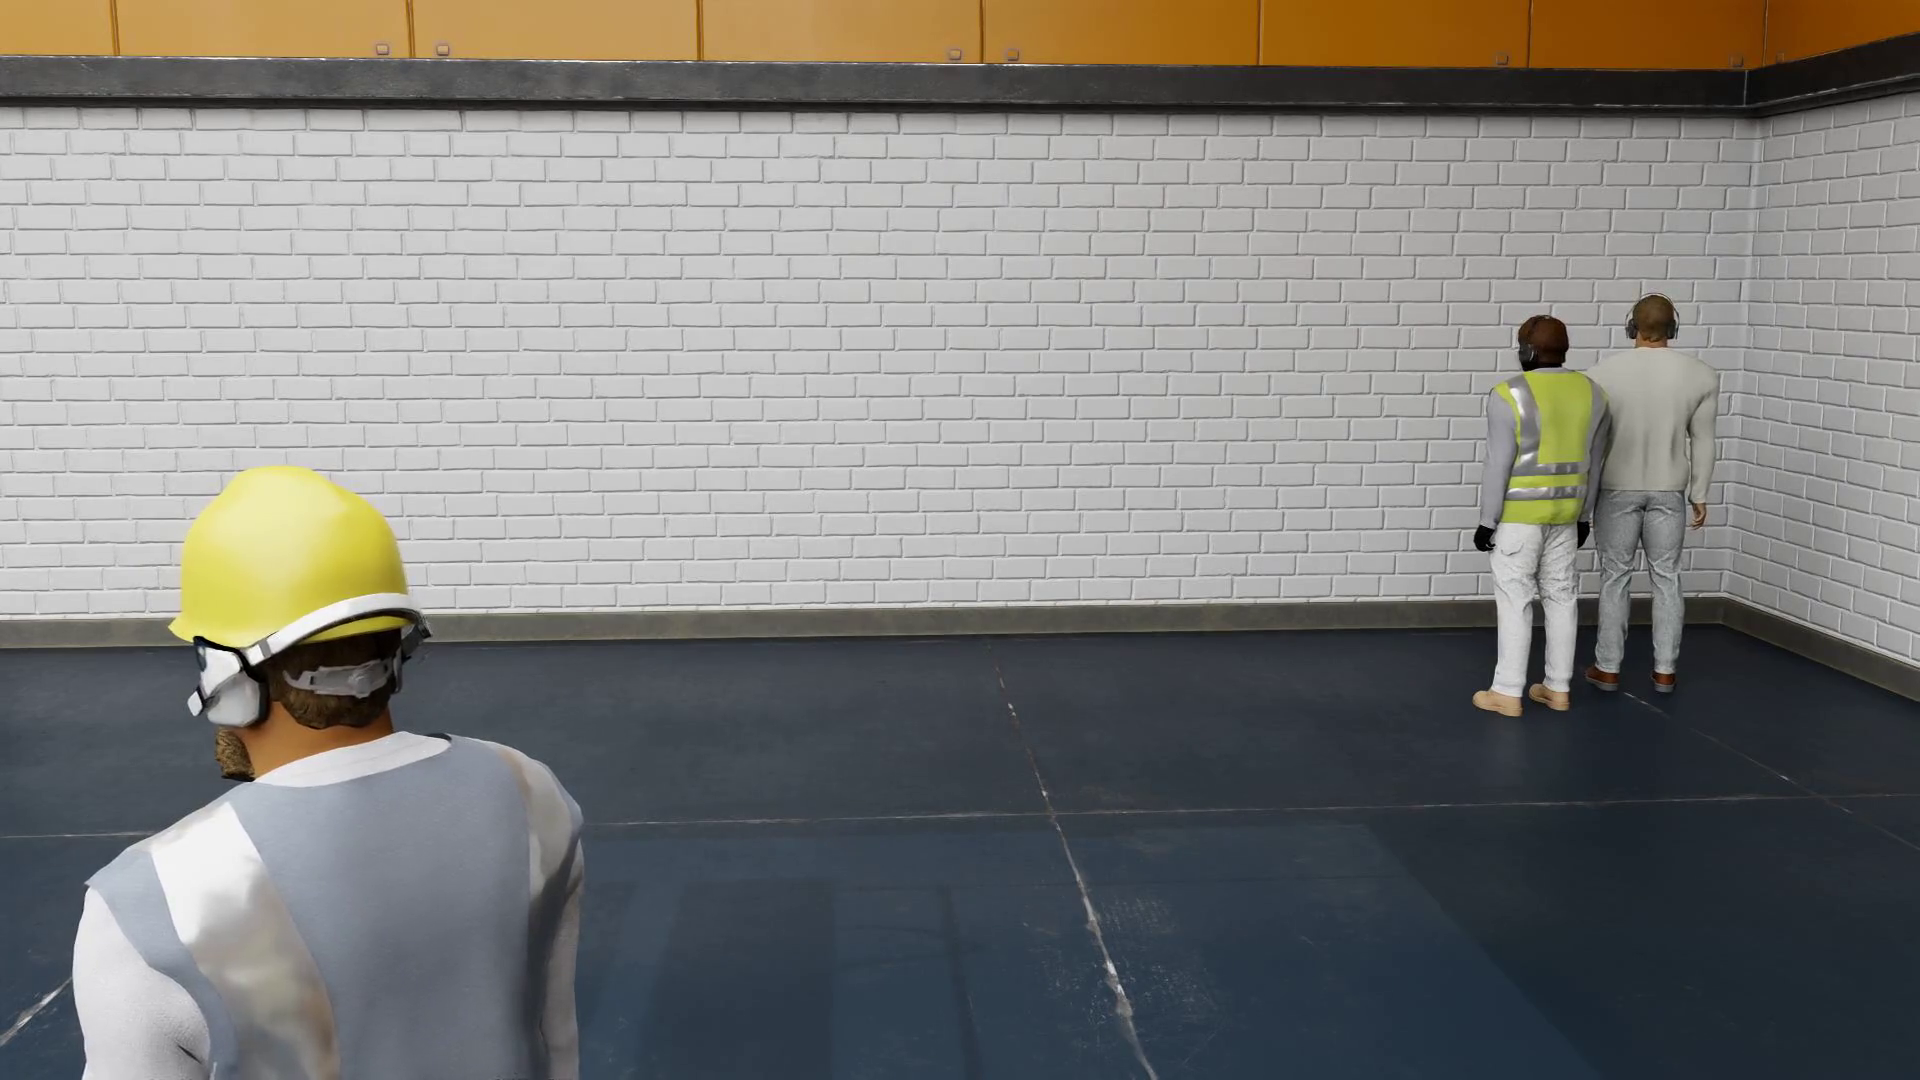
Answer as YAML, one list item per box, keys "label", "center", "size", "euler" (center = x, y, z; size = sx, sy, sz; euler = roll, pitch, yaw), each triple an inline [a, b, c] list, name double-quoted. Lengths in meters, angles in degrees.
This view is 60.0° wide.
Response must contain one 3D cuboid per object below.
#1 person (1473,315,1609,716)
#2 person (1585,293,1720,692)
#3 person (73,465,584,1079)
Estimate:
- label: "person"
  center: [2.643, -0.110, 7.670]
  size: [0.636, 1.842, 0.429]
  euler: [-3, 10, -19]
- label: "person"
  center: [3.313, -0.222, 8.075]
  size: [0.638, 1.936, 0.356]
  euler: [1, 9, 9]
- label: "person"
  center: [-0.669, 0.830, 1.831]
  size: [0.403, 1.826, 0.595]
  euler: [6, 11, 31]
